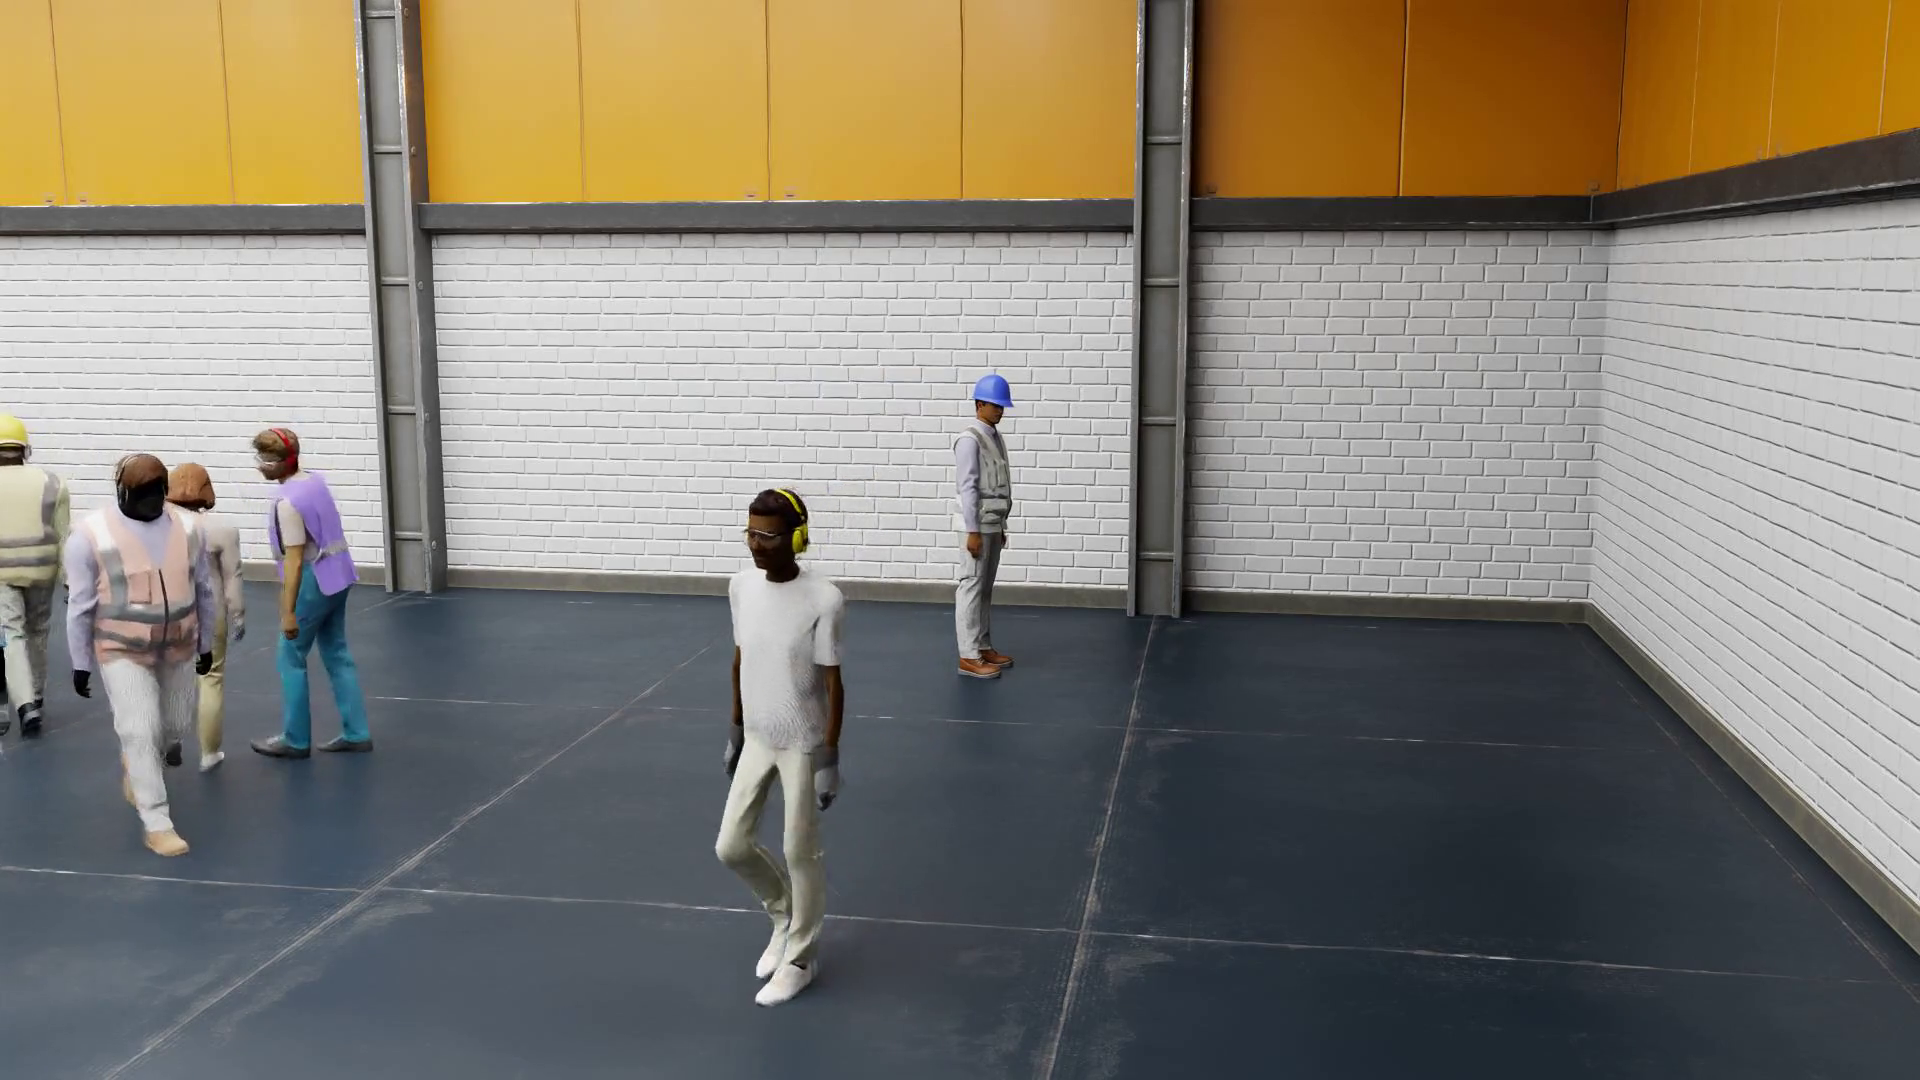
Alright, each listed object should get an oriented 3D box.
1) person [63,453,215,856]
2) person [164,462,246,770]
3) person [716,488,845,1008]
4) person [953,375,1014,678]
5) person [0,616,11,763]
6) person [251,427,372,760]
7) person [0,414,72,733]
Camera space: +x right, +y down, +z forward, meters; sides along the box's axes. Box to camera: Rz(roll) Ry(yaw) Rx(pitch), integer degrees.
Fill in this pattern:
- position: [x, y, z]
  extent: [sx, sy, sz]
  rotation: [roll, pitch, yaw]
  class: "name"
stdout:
- position: [-3.752, 0.484, 7.591]
  extent: [0.777, 1.809, 0.644]
  rotation: [7, 12, 38]
  class: "person"
- position: [-3.975, 0.407, 8.618]
  extent: [0.527, 1.619, 0.401]
  rotation: [-2, 9, -10]
  class: "person"
- position: [-0.650, 0.735, 5.875]
  extent: [0.559, 1.856, 0.387]
  rotation: [5, 11, 30]
  class: "person"
- position: [0.159, -0.095, 10.743]
  extent: [0.402, 1.940, 0.602]
  rotation: [3, 10, 18]
  class: "person"
- position: [-4.174, 0.678, 6.774]
  extent: [0.558, 1.669, 0.524]
  rotation: [1, 9, 4]
  class: "person"
- position: [-3.476, 0.295, 8.778]
  extent: [0.586, 1.804, 0.646]
  rotation: [0, 9, 0]
  class: "person"
- position: [-5.376, 0.183, 9.487]
  extent: [0.599, 1.797, 0.890]
  rotation: [-7, 12, -37]
  class: "person"
